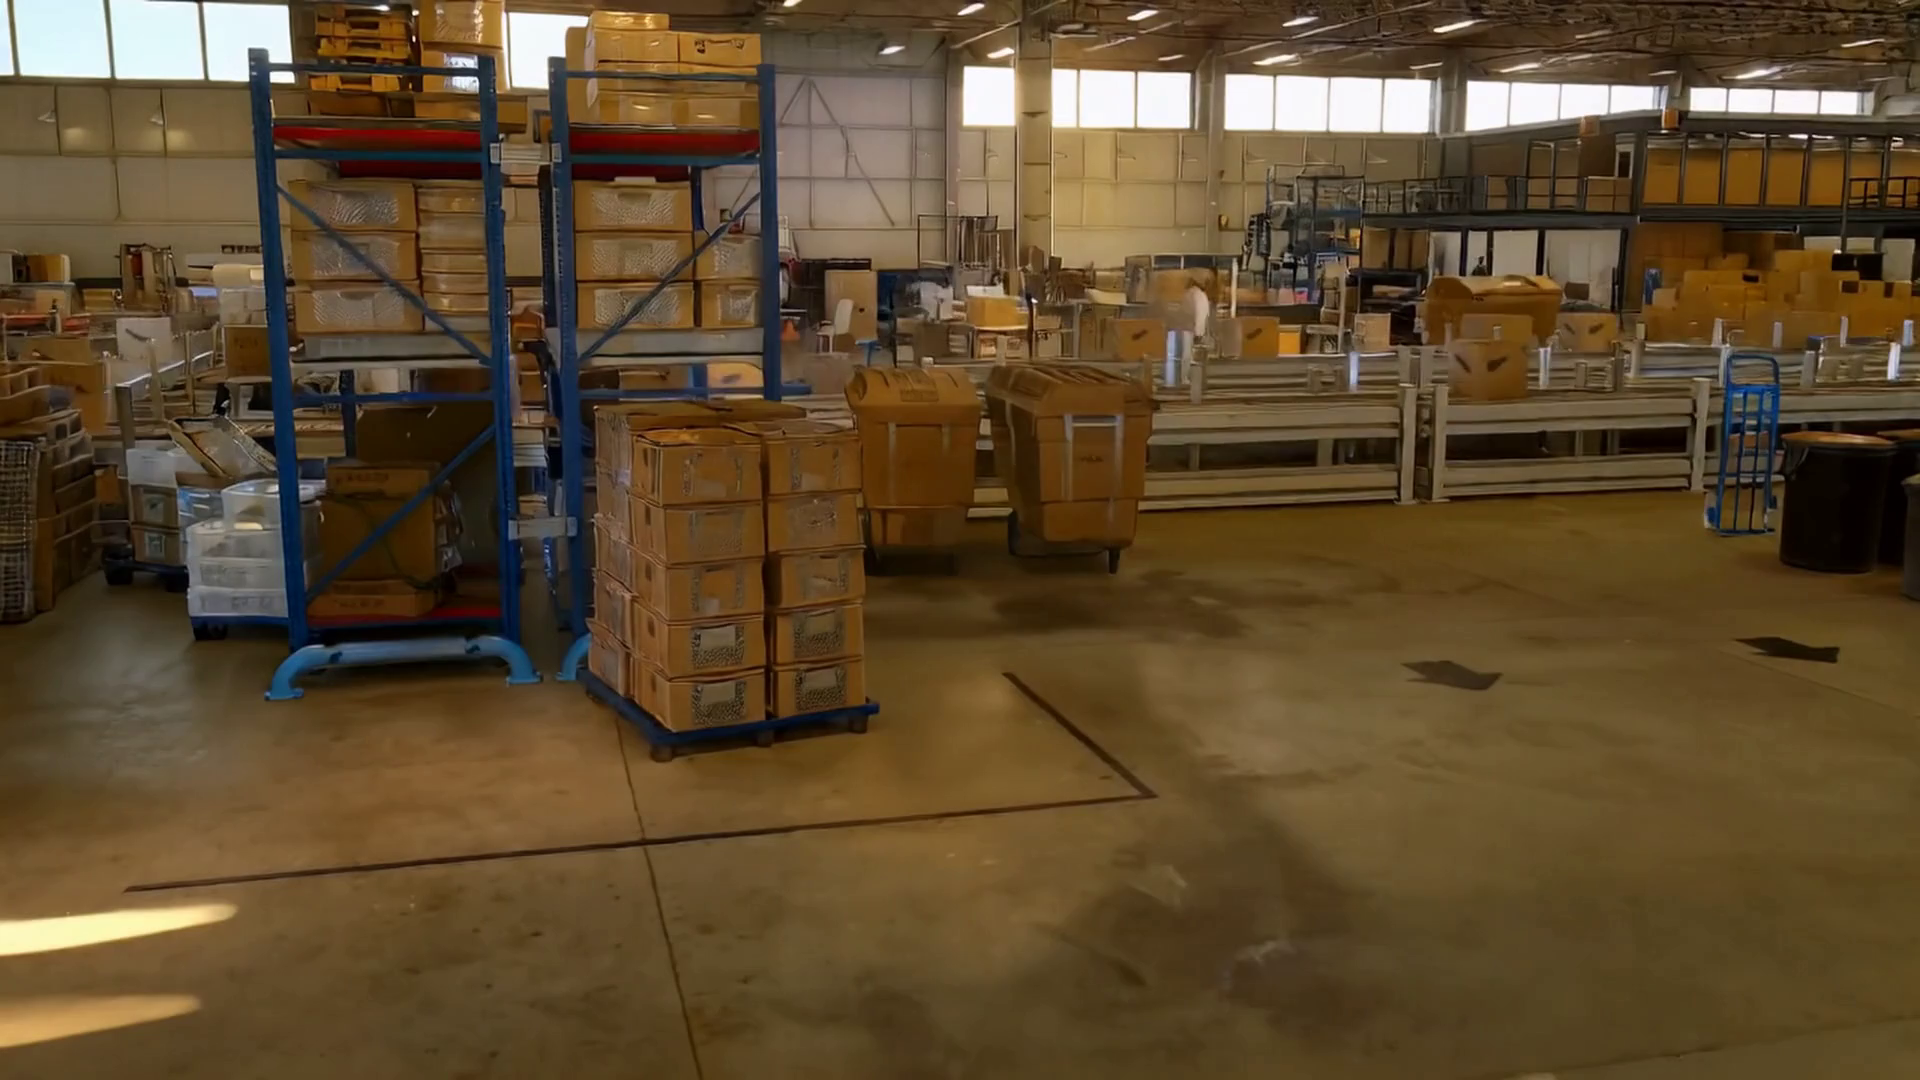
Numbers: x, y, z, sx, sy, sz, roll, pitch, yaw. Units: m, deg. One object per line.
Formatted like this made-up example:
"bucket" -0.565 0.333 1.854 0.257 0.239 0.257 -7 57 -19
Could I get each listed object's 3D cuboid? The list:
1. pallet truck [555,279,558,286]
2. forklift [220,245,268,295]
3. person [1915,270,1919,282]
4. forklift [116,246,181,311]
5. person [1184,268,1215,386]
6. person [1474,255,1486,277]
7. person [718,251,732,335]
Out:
"pallet truck" -10.604 -6.375 44.520 0.653 1.274 1.630 -3 10 -15
"forklift" -17.749 -6.334 41.440 1.157 1.987 2.680 -3 10 -17
"person" 24.227 -6.152 41.616 0.610 1.892 0.906 1 10 5
"forklift" -19.966 -6.232 40.894 1.157 1.987 2.680 -3 10 -15
"person" 3.587 -3.091 24.490 0.761 1.801 0.636 -3 10 -15
"person" 17.098 -8.421 54.599 0.545 1.834 0.406 -3 10 -16
"person" -4.336 -4.376 31.101 0.372 2.042 0.615 -2 10 -10
